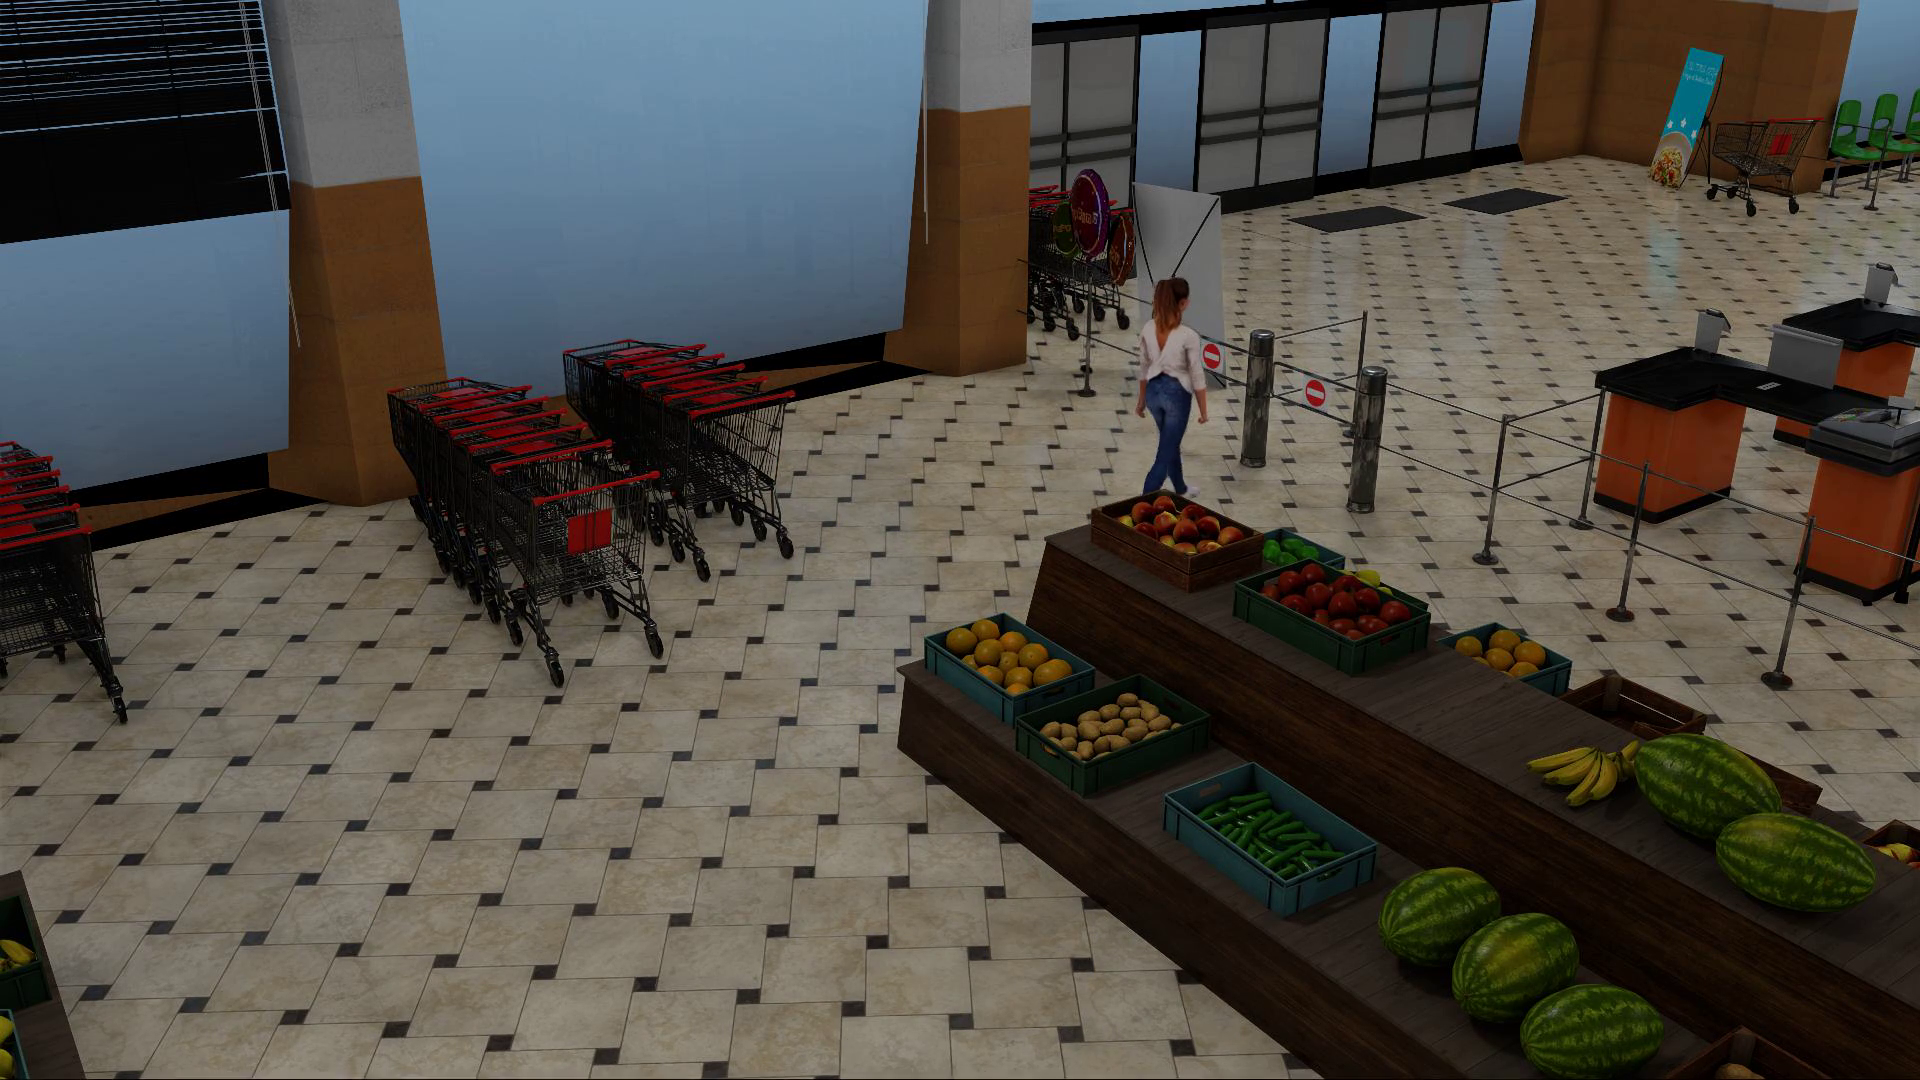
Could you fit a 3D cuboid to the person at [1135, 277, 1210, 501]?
[{"bbox_3d":[1.333,-0.842,10.931,0.786,1.673,1.083,-21,31,-40],"label":"person"}]
